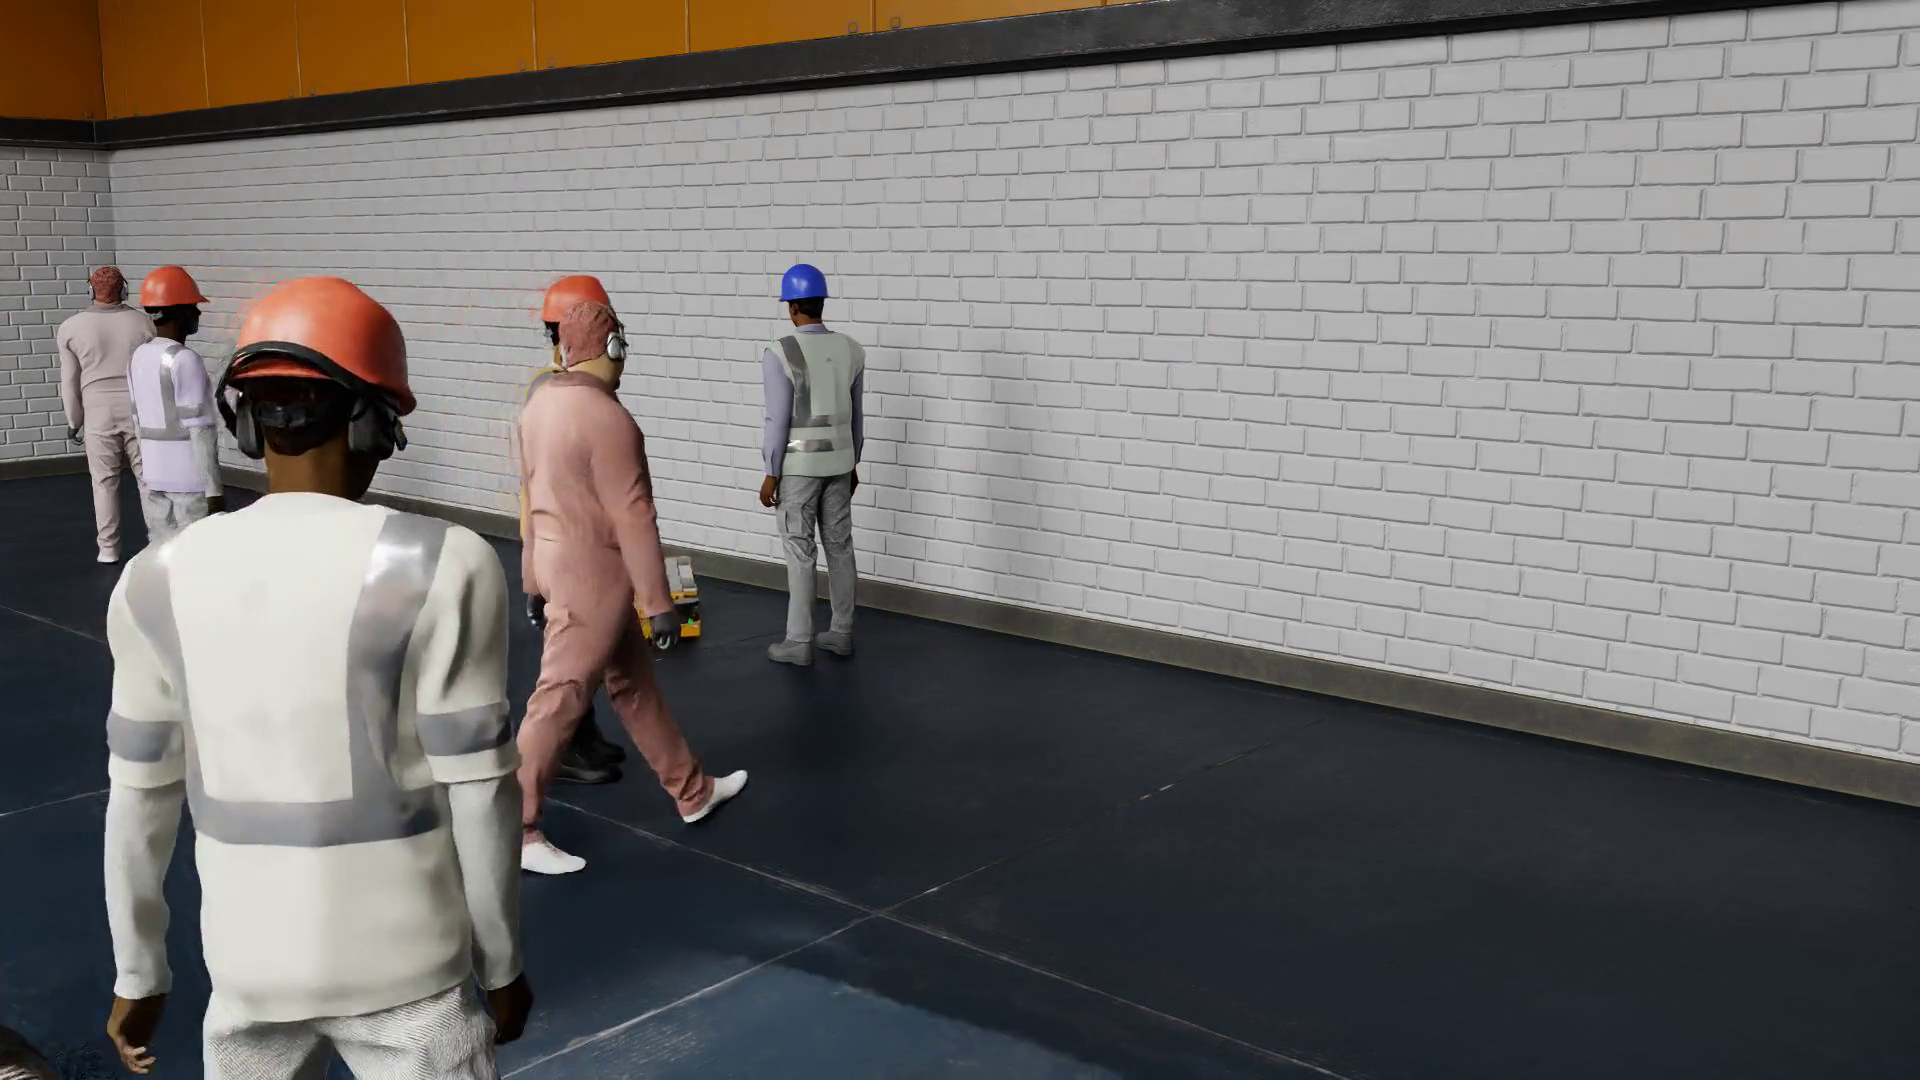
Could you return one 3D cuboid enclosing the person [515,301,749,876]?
[{"bbox_3d":[-1.161,0.144,5.520,1.000,1.840,0.686,-6,12,-31],"label":"person"}]

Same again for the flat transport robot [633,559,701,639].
[{"bbox_3d":[-1.789,0.298,9.118,0.652,0.197,1.431,-2,10,-12],"label":"flat transport robot"}]

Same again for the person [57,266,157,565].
[{"bbox_3d":[-5.389,-0.793,10.673,0.639,1.910,0.407,-5,11,-26],"label":"person"}]

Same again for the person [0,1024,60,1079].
[{"bbox_3d":[-0.814,0.939,1.059,0.548,1.816,0.800,7,12,34],"label":"person"}]

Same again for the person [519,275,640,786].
[{"bbox_3d":[-1.411,-0.013,6.195,0.447,1.920,0.557,0,10,-1],"label":"person"}]

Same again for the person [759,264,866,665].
[{"bbox_3d":[-0.725,-0.365,8.126,0.391,1.944,0.614,10,14,44],"label":"person"}]

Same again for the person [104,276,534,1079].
[{"bbox_3d":[-0.967,0.604,2.522,0.750,2.002,0.542,2,10,11],"label":"person"}]

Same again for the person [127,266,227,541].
[{"bbox_3d":[-3.562,-0.280,7.658,0.544,1.942,0.347,7,12,35],"label":"person"}]
